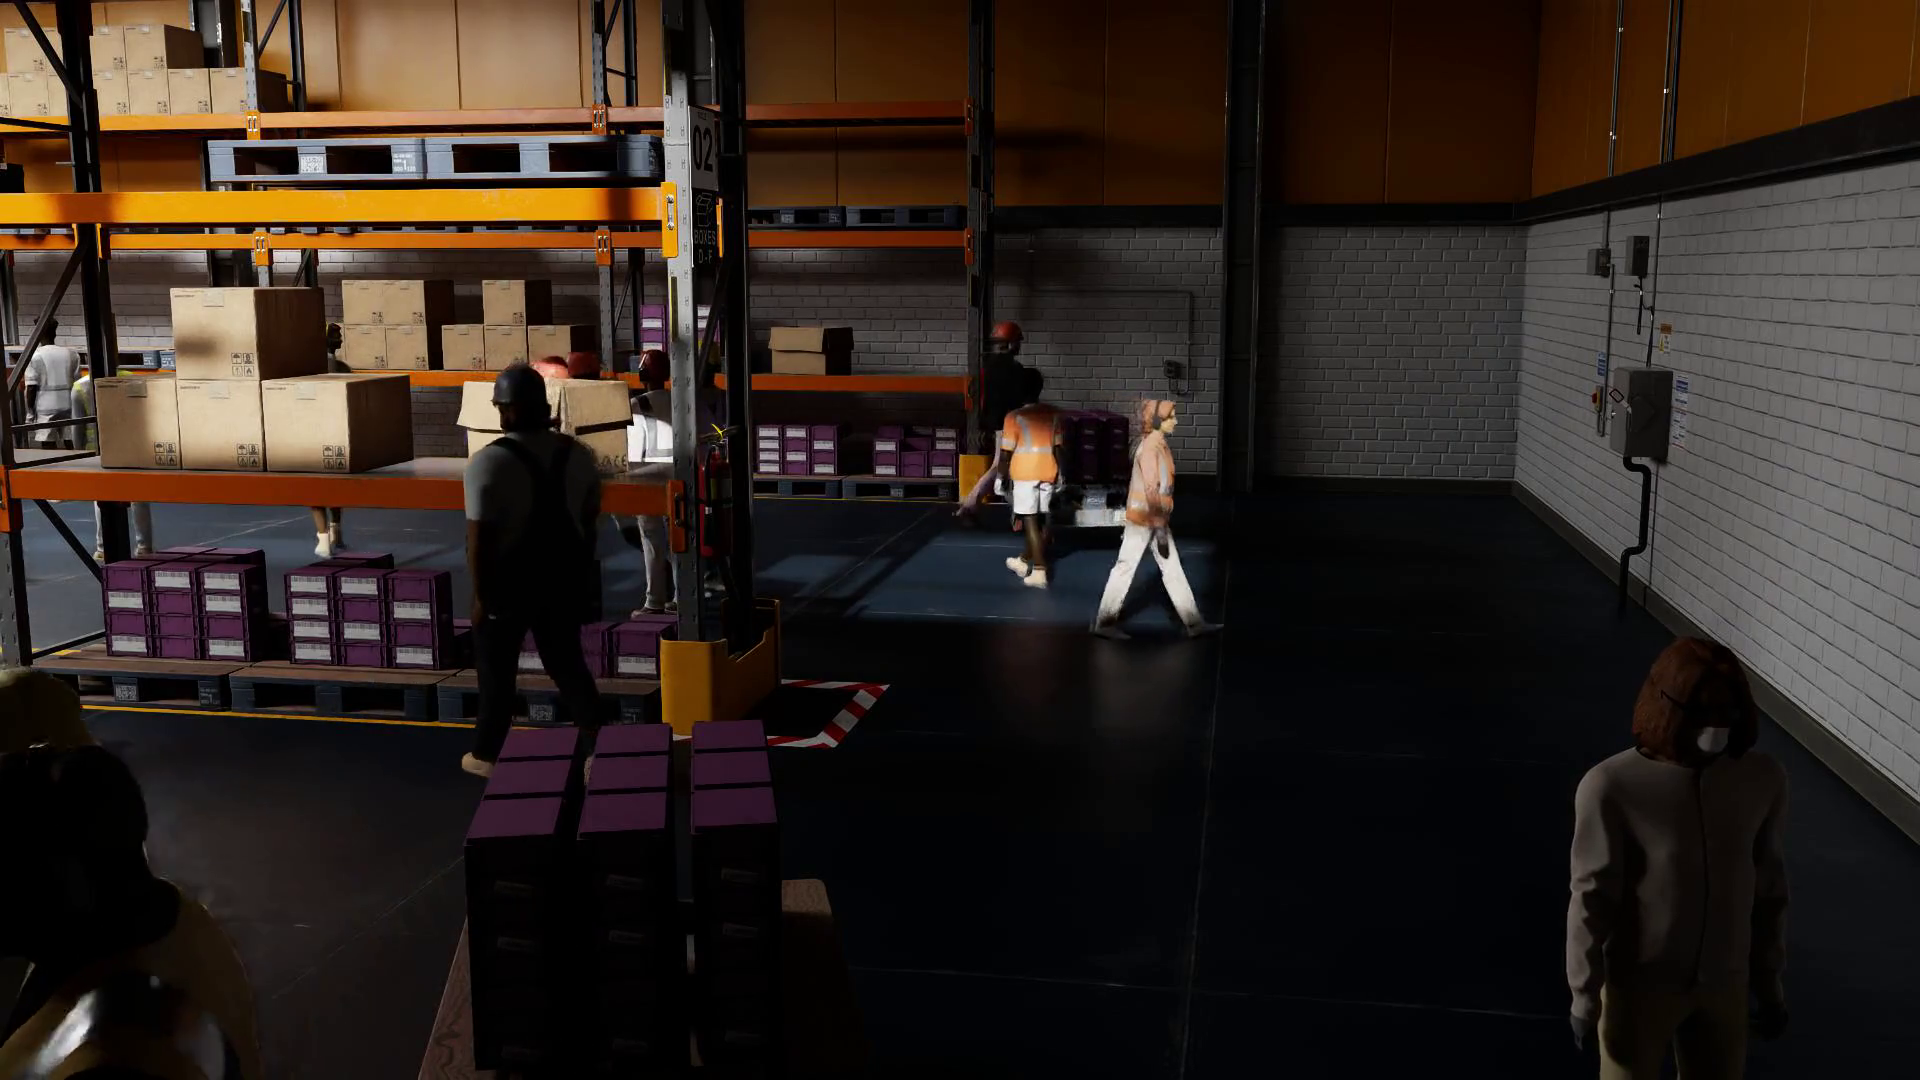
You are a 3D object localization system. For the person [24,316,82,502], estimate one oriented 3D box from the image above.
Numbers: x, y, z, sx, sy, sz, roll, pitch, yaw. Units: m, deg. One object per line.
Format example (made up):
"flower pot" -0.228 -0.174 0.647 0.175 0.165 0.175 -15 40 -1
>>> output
"person" -9.514 -1.379 17.469 0.362 1.963 0.613 6 11 32

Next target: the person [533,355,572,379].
"person" -2.629 -0.230 10.587 0.976 1.895 0.559 2 9 11

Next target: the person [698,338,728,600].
"person" -1.906 -0.534 12.348 0.394 1.921 0.641 4 10 23

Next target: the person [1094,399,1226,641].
"person" 1.277 -0.114 10.778 0.868 1.588 0.536 3 10 18

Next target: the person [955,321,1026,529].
"person" 0.378 -1.081 15.676 0.994 1.954 0.609 -4 10 -23

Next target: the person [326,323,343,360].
"person" -6.663 -1.371 17.718 0.328 1.872 0.514 -2 9 -14

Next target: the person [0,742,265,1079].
"person" -1.134 1.142 2.351 0.922 1.799 0.614 -3 10 -19

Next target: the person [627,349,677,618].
"person" -2.075 -0.370 11.463 0.340 1.882 0.586 7 12 38

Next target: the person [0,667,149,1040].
"person" -1.707 1.063 3.100 0.950 1.713 0.543 3 10 19

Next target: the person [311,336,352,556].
"person" -5.515 -0.885 14.224 0.610 2.018 0.694 -6 11 -34

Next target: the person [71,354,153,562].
"person" -7.063 -0.734 13.891 0.629 1.837 0.429 -8 12 -39

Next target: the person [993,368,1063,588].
"person" 0.482 -0.490 12.823 0.552 1.669 0.697 -7 12 -37

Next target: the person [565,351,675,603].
"person" -2.420 -0.402 11.756 1.054 1.873 0.556 -1 9 -3

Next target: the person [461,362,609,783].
"person" -1.999 0.150 7.756 0.894 2.000 0.691 9 13 44

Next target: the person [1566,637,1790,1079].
"person" 1.598 1.009 3.719 0.510 1.623 0.295 -1 9 -8
